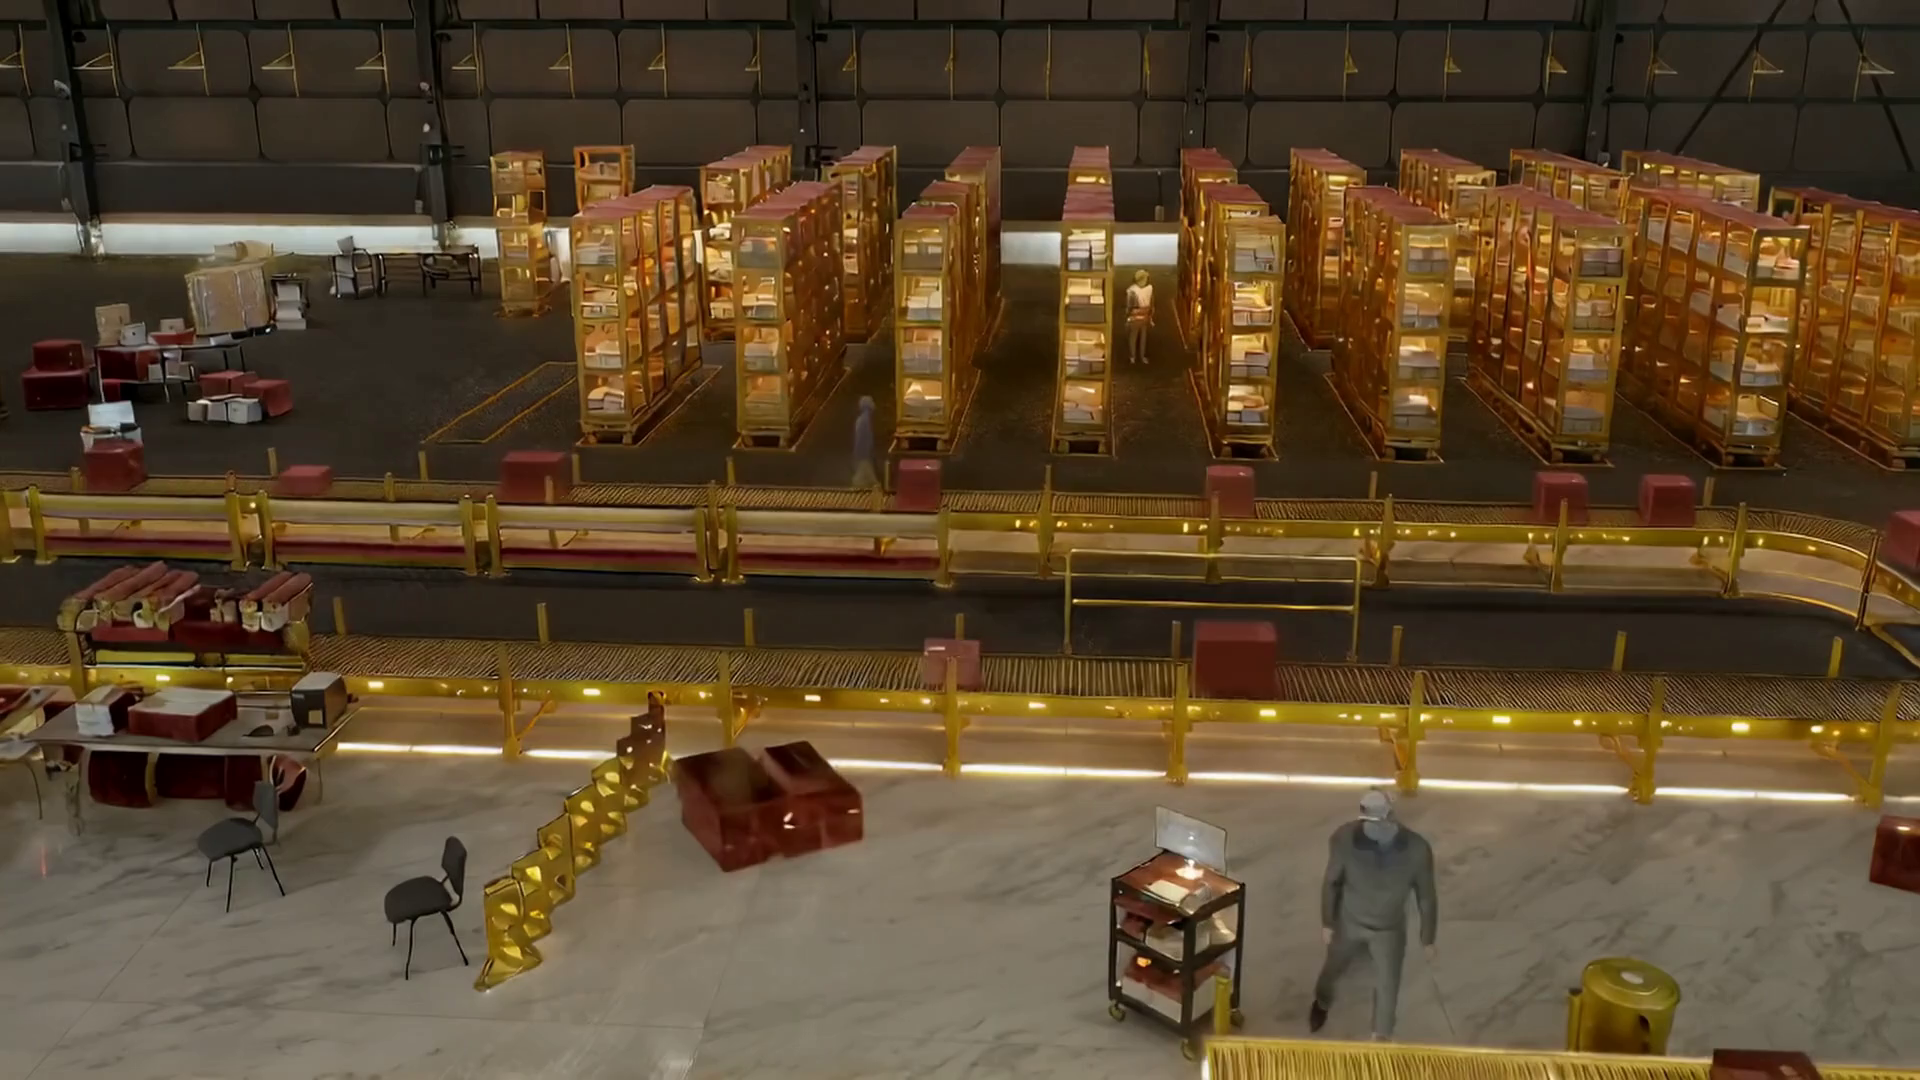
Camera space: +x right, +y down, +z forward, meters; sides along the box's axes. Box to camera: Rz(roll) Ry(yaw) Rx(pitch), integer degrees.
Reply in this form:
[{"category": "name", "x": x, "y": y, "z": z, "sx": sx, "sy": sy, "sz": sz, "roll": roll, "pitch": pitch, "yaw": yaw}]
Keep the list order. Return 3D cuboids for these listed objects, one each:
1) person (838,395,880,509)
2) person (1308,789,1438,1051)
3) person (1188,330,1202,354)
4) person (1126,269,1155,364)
[{"category": "person", "x": -1.247, "y": -1.099, "z": 22.231, "sx": 0.925, "sy": 1.710, "sz": 0.549, "roll": 3, "pitch": 18, "yaw": 11}, {"category": "person", "x": 2.685, "y": 2.447, "z": 10.695, "sx": 0.785, "sy": 1.908, "sz": 0.600, "roll": 5, "pitch": 18, "yaw": 14}, {"category": "person", "x": 5.045, "y": -4.646, "z": 33.097, "sx": 0.892, "sy": 1.965, "sz": 0.609, "roll": -5, "pitch": 18, "yaw": -15}, {"category": "person", "x": 3.519, "y": -4.355, "z": 32.380, "sx": 0.586, "sy": 1.833, "sz": 0.403, "roll": -4, "pitch": 18, "yaw": -13}]
